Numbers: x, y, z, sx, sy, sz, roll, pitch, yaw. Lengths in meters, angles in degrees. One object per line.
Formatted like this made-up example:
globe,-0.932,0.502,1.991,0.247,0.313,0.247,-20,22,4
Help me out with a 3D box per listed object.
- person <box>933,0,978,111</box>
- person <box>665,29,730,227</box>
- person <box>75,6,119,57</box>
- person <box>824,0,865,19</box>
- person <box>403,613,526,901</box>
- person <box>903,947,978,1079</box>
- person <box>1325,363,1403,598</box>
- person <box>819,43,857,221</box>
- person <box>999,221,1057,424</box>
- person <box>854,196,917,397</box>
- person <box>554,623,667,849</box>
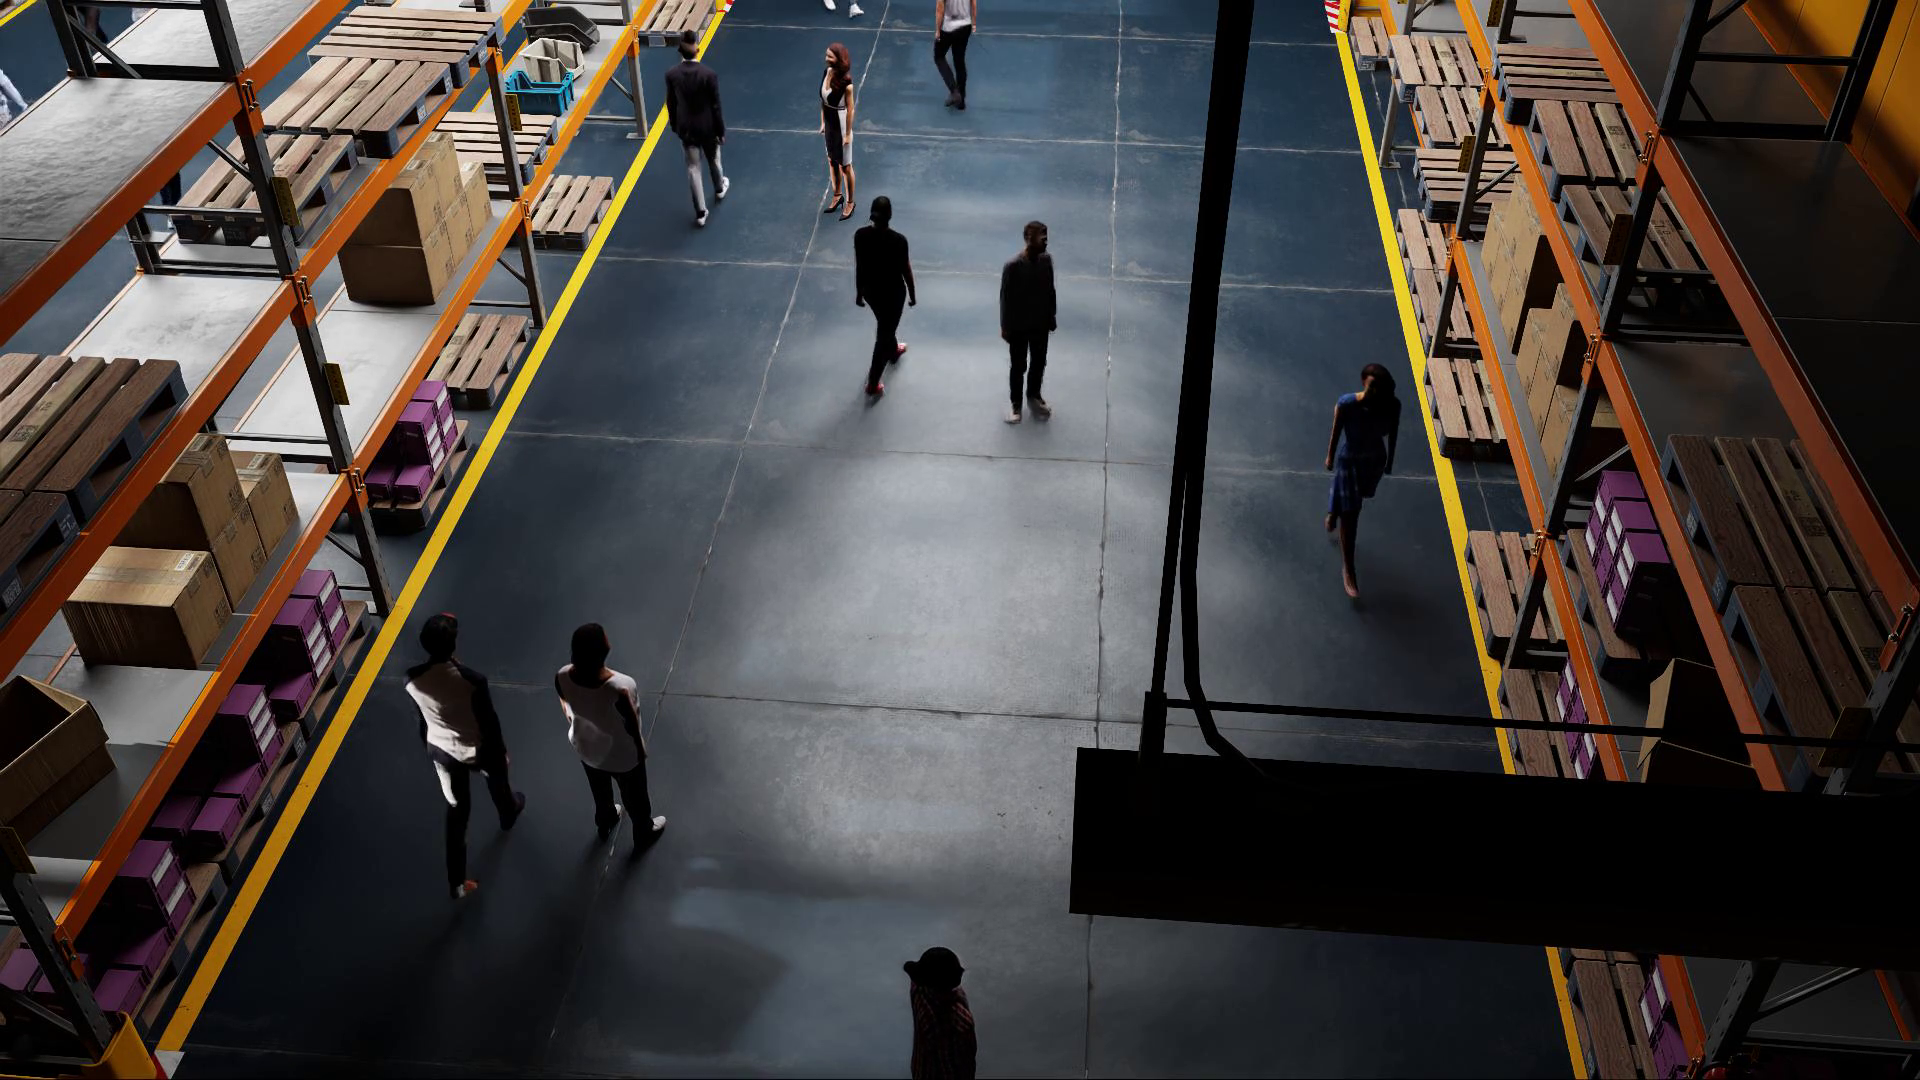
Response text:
person,-0.018,-5.624,18.382,0.838,1.853,0.875,-20,43,-23
person,-2.595,-4.007,16.303,0.746,1.921,1.056,3,39,3
person,-10.213,-6.223,19.335,0.625,1.600,1.065,6,39,8
person,-1.596,-7.446,20.734,1.085,1.767,1.252,-18,42,-22
person,-2.937,1.295,9.722,0.718,1.849,1.216,1,39,2
person,-0.080,2.586,8.177,0.836,1.761,0.689,-11,40,-14
person,2.877,-0.539,12.089,0.783,1.761,1.214,-4,39,-5
person,-1.206,-4.047,16.456,0.689,1.793,0.638,-29,47,-32
person,0.556,-1.798,13.674,0.737,1.750,0.743,-12,40,-14
person,-0.669,-2.022,13.977,0.898,1.721,1.242,15,41,18
person,-2.110,1.173,10.001,0.728,1.691,0.713,15,41,18
